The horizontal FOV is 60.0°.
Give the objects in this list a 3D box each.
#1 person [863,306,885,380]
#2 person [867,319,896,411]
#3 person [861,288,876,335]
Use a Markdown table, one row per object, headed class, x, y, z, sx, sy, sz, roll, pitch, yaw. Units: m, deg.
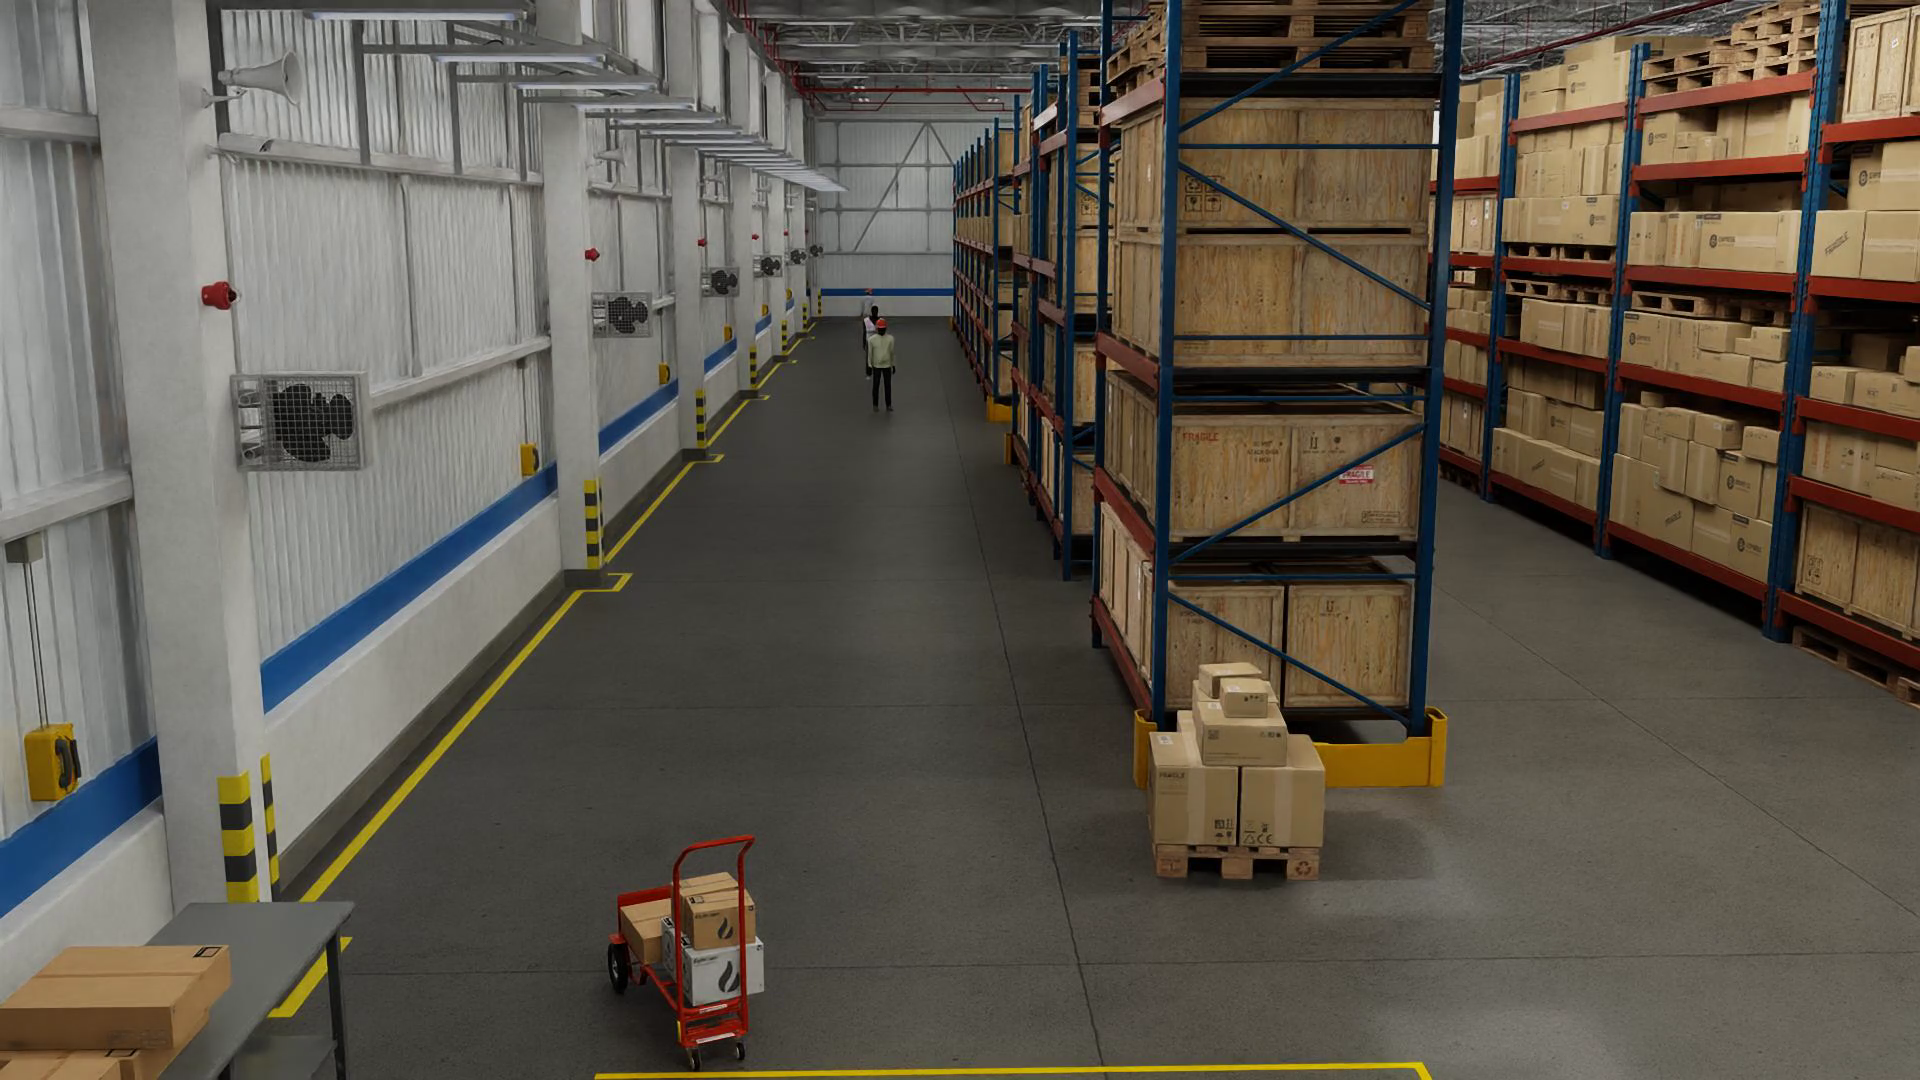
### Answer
| class | x | y | z | sx | sy | sz | roll | pitch | yaw |
| --- | --- | --- | --- | --- | --- | --- | --- | --- | --- |
| person | -2.207 | -5.064 | 42.746 | 0.600 | 1.907 | 0.411 | -2 | 11 | -12 |
| person | -1.680 | -3.753 | 35.715 | 0.618 | 1.986 | 0.410 | -3 | 11 | -15 |
| person | -3.241 | -8.077 | 58.943 | 0.586 | 1.710 | 0.909 | 7 | 13 | 32 |
